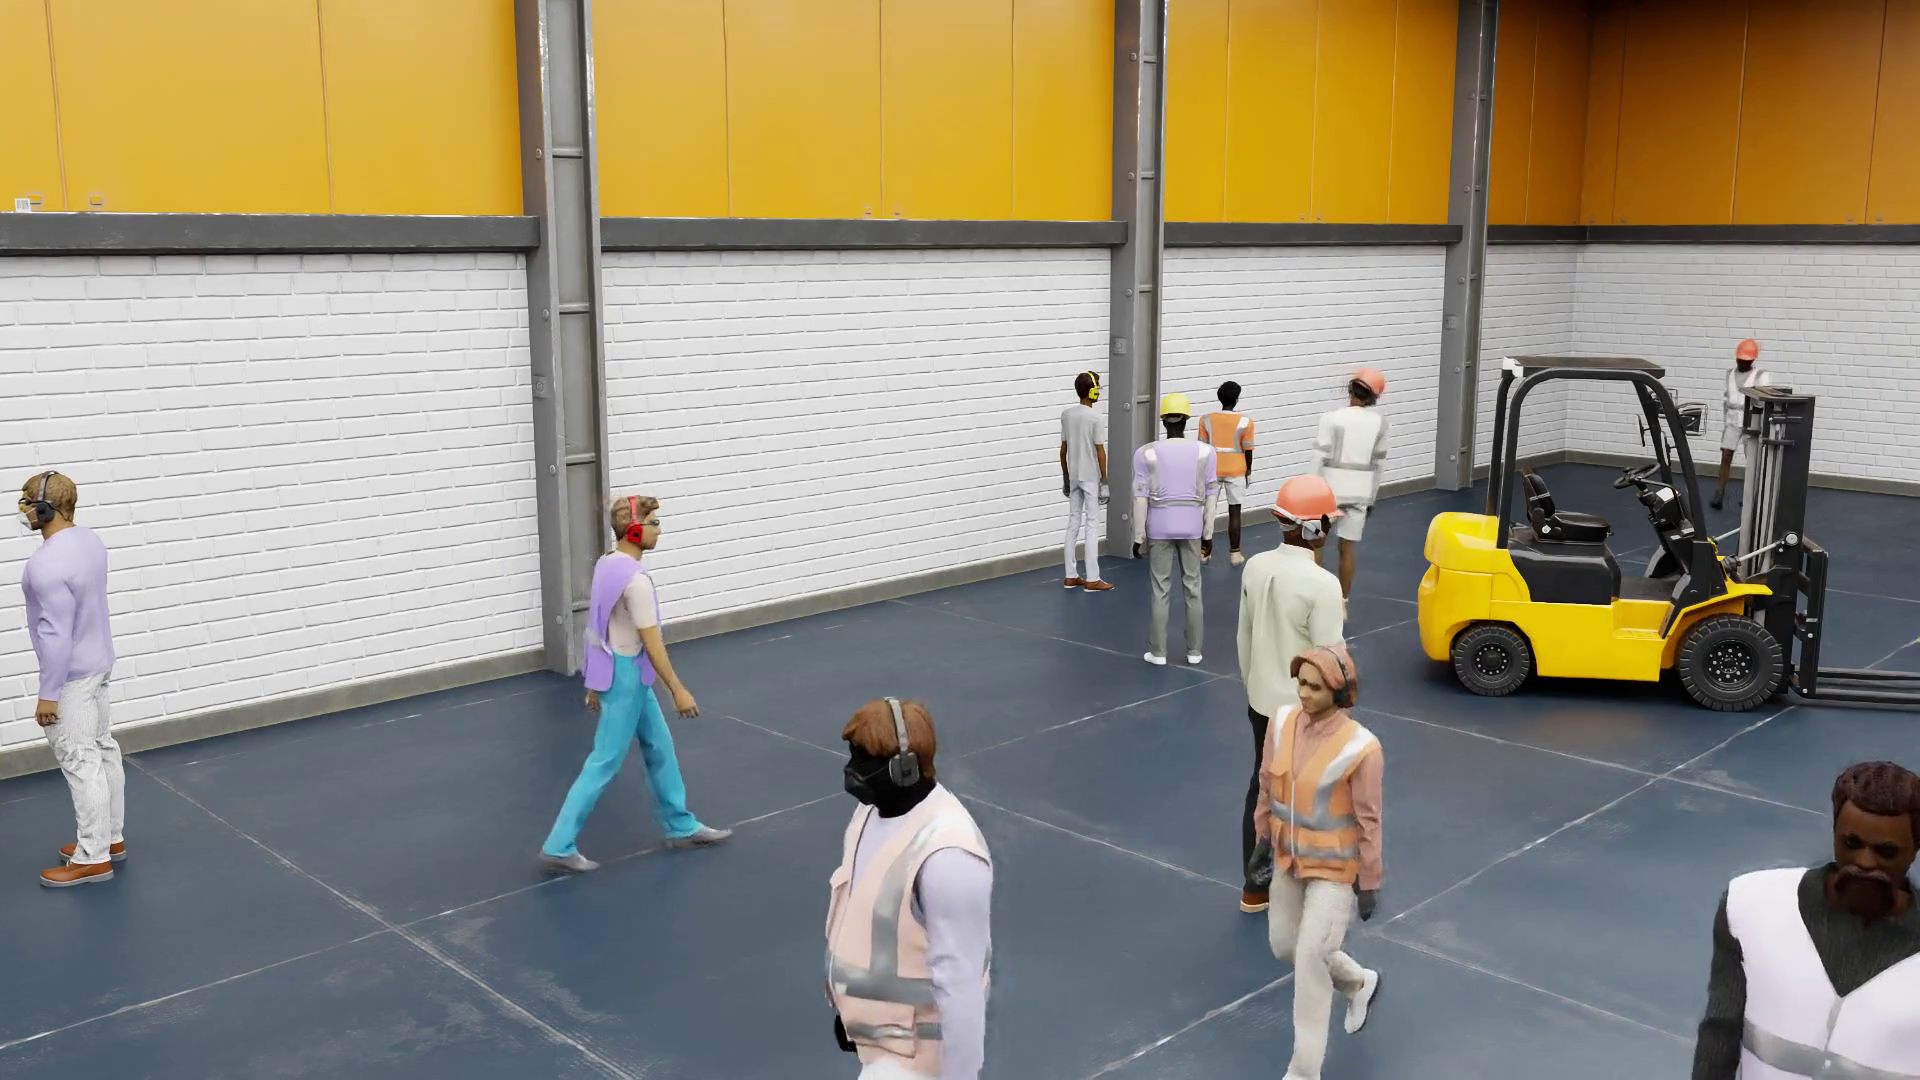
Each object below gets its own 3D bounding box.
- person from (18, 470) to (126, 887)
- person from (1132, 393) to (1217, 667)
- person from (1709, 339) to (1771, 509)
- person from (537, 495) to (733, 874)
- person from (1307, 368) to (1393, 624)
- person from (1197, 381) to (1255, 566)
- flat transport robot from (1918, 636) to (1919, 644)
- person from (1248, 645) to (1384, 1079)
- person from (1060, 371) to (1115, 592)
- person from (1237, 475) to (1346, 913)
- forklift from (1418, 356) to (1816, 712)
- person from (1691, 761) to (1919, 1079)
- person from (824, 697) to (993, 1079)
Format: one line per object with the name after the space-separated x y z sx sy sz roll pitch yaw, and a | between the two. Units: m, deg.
-4.145 0.637 7.752 0.372 1.940 0.630 -2 11 -11 | person
1.491 -0.063 11.628 0.587 1.916 0.392 0 10 -2 | person
8.569 -1.260 18.232 0.970 1.875 0.572 -8 13 -37 | person
-1.594 0.684 7.894 0.955 1.809 0.569 -4 11 -19 | person
3.003 -0.341 12.964 0.724 1.985 0.449 -1 10 -7 | person
2.425 -0.608 15.232 0.532 1.690 0.321 4 11 20 | person
7.231 0.804 11.391 0.652 0.197 1.431 1 10 6 | flat transport robot
1.310 1.139 5.878 0.604 1.618 0.522 -6 12 -31 | person
1.070 -0.496 14.126 0.328 1.868 0.519 -10 14 -43 | person
1.455 0.705 7.220 0.382 1.993 0.622 -6 12 -28 | person
4.276 -0.101 11.076 2.313 2.155 1.214 2 11 13 | forklift
1.996 1.387 3.788 0.596 1.896 0.797 8 13 38 | person
-0.212 1.309 4.405 0.584 1.820 0.650 -4 11 -20 | person
